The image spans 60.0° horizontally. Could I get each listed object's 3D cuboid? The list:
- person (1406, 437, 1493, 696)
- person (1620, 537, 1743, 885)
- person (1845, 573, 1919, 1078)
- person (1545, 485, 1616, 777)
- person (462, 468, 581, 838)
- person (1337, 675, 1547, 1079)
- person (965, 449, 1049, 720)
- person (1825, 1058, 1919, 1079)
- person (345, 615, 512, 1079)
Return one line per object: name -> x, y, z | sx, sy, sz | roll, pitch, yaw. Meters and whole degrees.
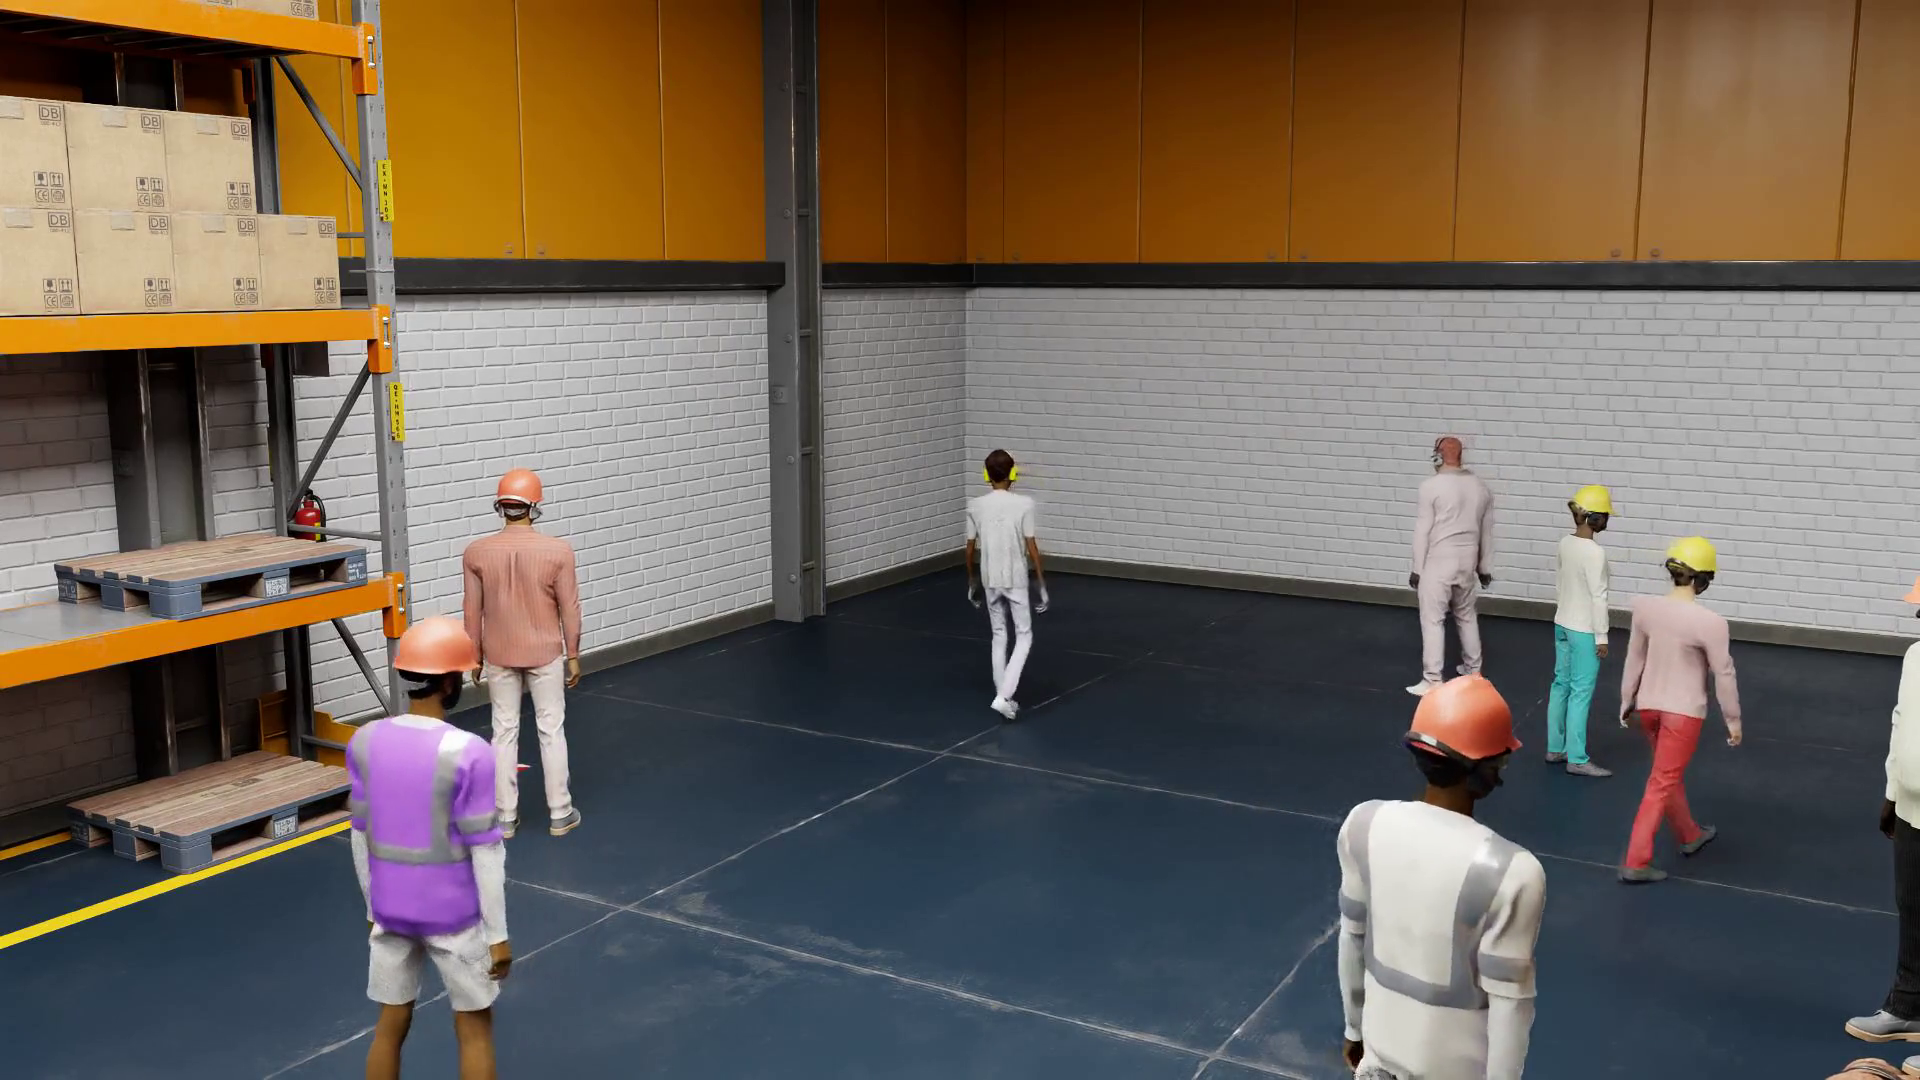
person -> 3.606, 0.178, 12.135 | 0.804, 1.858, 0.558 | -5, 10, -27
person -> 3.654, 0.842, 8.313 | 0.859, 1.723, 0.555 | -4, 10, -26
person -> 3.704, 1.036, 6.293 | 0.396, 1.992, 0.619 | -1, 9, -6
person -> 3.781, 0.543, 10.089 | 0.311, 1.768, 0.524 | -1, 9, -6
person -> -2.344, 0.610, 8.957 | 0.613, 1.994, 0.395 | -1, 9, -3
person -> 1.207, 1.345, 4.374 | 1.009, 2.012, 0.615 | -8, 12, -40
person -> 0.309, 0.322, 11.180 | 0.638, 1.852, 0.696 | 4, 10, 21
person -> 1.586, 1.740, 3.035 | 0.311, 1.634, 0.515 | -8, 12, -41
person -> -1.737, 1.196, 5.516 | 0.555, 1.930, 0.389 | 3, 10, 18
